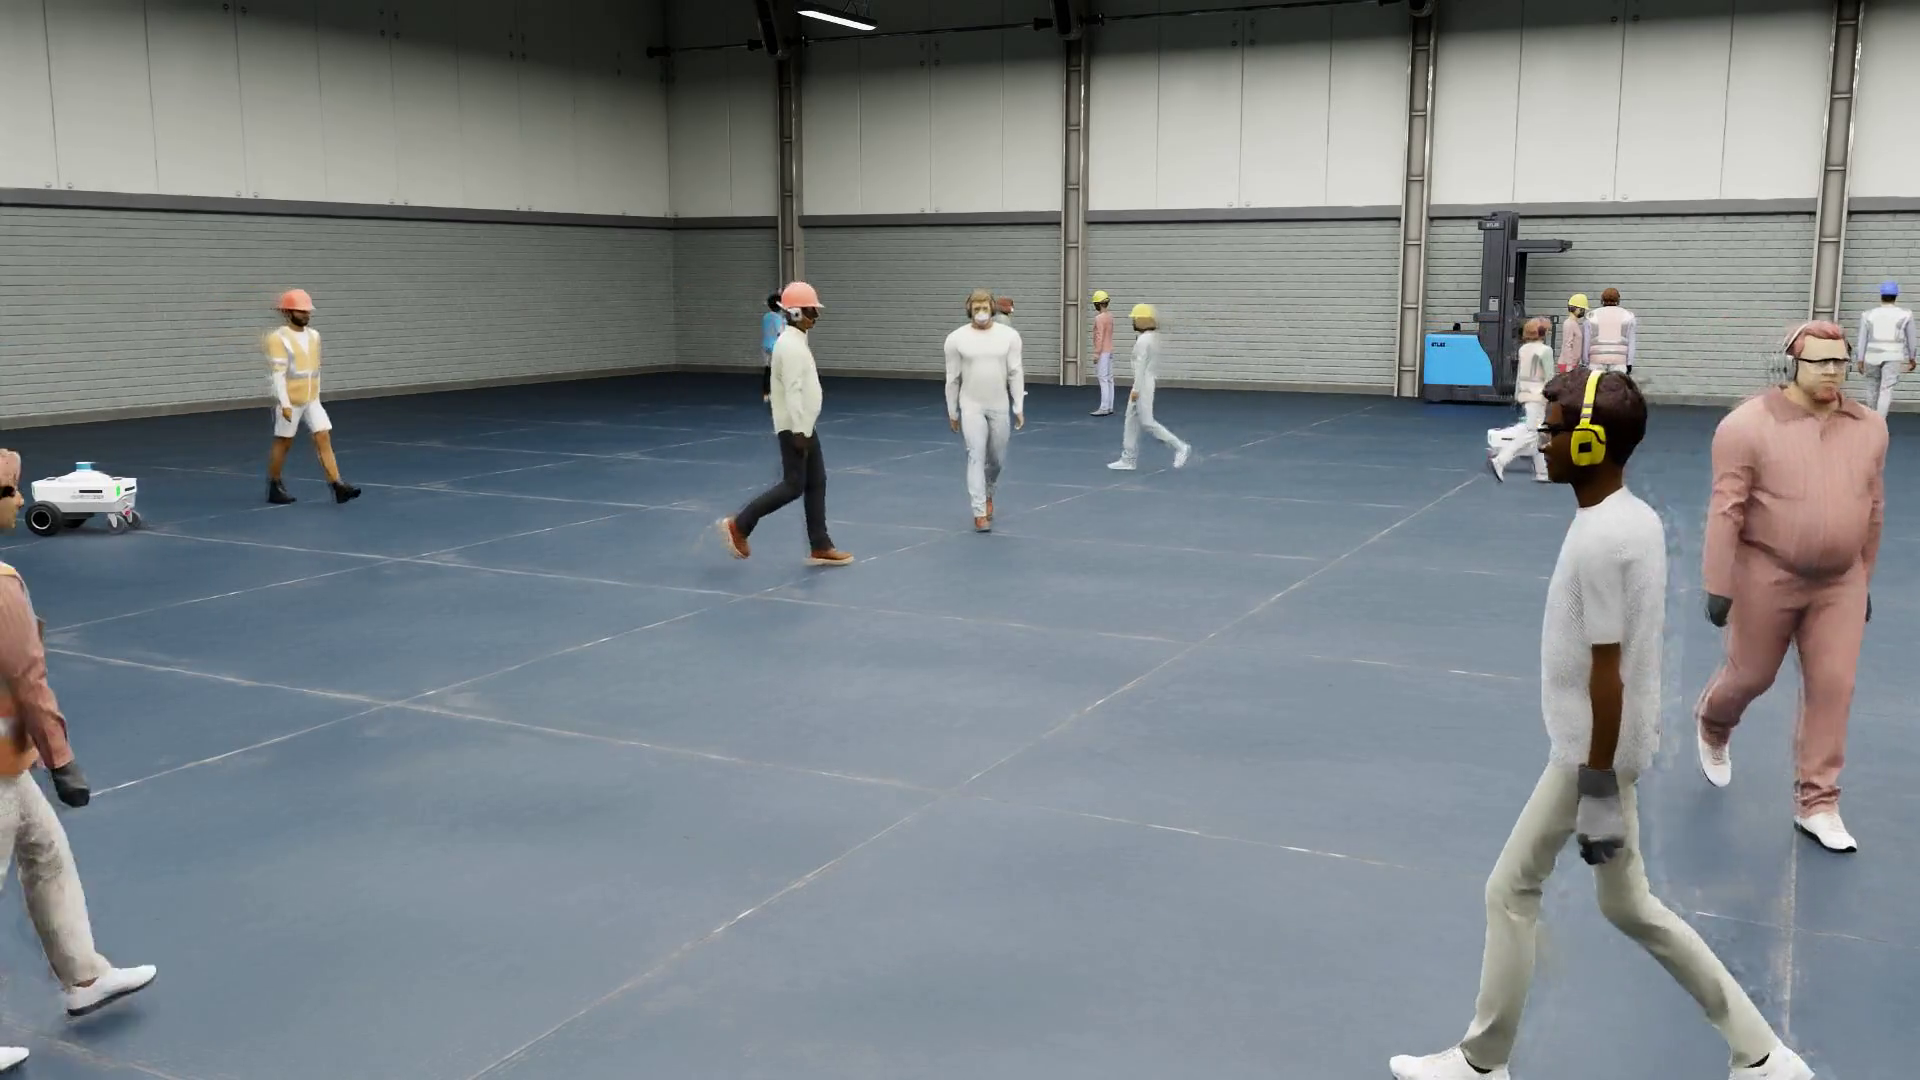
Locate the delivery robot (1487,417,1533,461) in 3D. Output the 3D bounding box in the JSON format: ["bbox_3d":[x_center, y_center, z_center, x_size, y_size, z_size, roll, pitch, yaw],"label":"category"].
[{"bbox_3d":[5.797,-1.019,17.114,0.707,0.478,0.477,3,10,19],"label":"delivery robot"}]

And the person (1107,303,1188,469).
[{"bbox_3d":[1.939,-1.574,17.113,0.756,1.720,0.490,1,9,5],"label":"person"}]

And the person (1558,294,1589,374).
[{"bbox_3d":[7.574,-2.154,20.577,0.326,1.760,0.524,5,10,27],"label":"person"}]

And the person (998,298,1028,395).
[{"bbox_3d":[0.687,-3.208,27.566,0.814,1.602,0.512,3,10,16],"label":"person"}]

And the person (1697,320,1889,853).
[{"bbox_3d":[3.072,0.122,6.177,0.653,1.877,0.868,0,9,1],"label":"person"}]

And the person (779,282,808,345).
[{"bbox_3d":[-2.348,-2.699,23.563,0.415,1.886,0.715,0,9,1],"label":"person"}]

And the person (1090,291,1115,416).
[{"bbox_3d":[2.014,-2.646,23.597,0.329,1.763,0.523,4,10,25],"label":"person"}]

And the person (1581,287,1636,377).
[{"bbox_3d":[7.997,-2.193,20.554,0.621,1.845,0.430,3,10,17],"label":"person"}]

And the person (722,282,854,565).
[{"bbox_3d":[-1.200,-0.793,11.520,0.833,1.973,0.626,0,9,3],"label":"person"}]

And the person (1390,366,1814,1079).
[{"bbox_3d":[1.560,0.508,3.934,0.907,1.840,0.531,5,11,30],"label":"person"}]

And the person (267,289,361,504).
[{"bbox_3d":[-5.757,-1.245,14.581,1.008,1.878,0.569,5,10,28],"label":"person"}]

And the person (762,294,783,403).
[{"bbox_3d":[-2.862,-2.969,25.813,0.360,1.692,0.553,-7,11,-36],"label":"person"}]

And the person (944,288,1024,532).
[{"bbox_3d":[0.182,-1.065,13.398,0.632,1.914,0.864,-2,9,-9],"label":"person"}]

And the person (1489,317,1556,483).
[{"bbox_3d":[5.478,-1.341,16.010,0.749,1.616,0.518,-1,9,-8],"label":"person"}]

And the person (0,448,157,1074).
[{"bbox_3d":[-2.417,0.555,4.322,0.530,1.611,0.753,9,13,43],"label":"person"}]

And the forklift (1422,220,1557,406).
[{"bbox_3d":[8.245,-3.527,25.720,1.873,2.768,1.129,5,10,27],"label":"forklift"}]

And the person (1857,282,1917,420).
[{"bbox_3d":[11.732,-2.299,21.046,0.629,1.888,1.010,8,12,41],"label":"person"}]

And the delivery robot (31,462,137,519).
[{"bbox_3d":[-6.907,-0.374,13.134,0.707,0.478,0.477,0,9,-2],"label":"delivery robot"}]
